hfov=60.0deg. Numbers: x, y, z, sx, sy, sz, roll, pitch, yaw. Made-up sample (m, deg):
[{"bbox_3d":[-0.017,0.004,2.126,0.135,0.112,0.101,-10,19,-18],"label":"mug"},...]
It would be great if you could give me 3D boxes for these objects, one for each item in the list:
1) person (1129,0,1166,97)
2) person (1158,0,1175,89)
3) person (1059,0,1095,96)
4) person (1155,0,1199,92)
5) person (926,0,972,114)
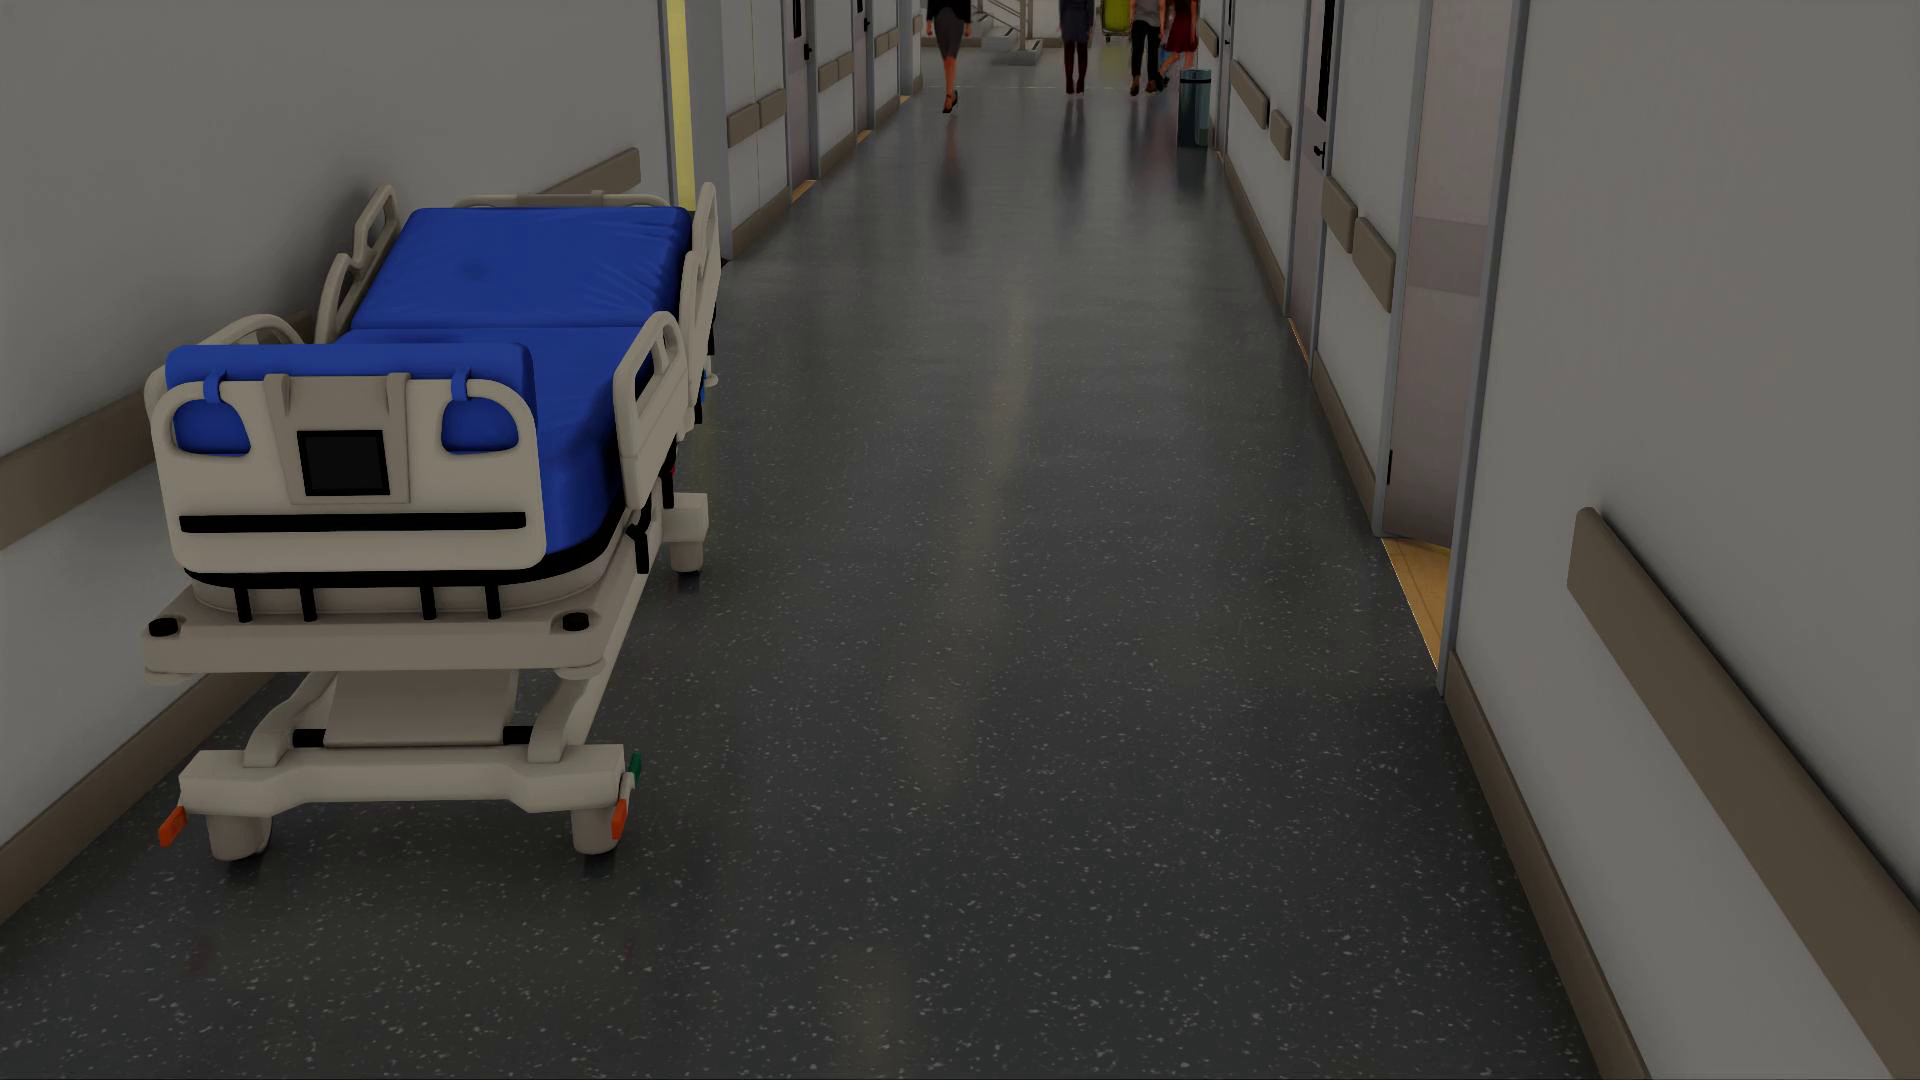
[{"bbox_3d":[2.229,-6.198,20.057,1.089,1.675,0.741,4,21,11],"label":"person"},{"bbox_3d":[2.595,-6.349,21.163,0.733,1.176,0.717,10,23,24],"label":"person"},{"bbox_3d":[1.379,-6.209,20.079,0.878,1.680,0.637,2,21,5],"label":"person"},{"bbox_3d":[2.680,-6.195,20.241,0.960,1.532,0.914,-17,27,-38],"label":"person"},{"bbox_3d":[-0.110,-5.639,18.416,1.094,1.793,0.793,5,21,12],"label":"person"}]
